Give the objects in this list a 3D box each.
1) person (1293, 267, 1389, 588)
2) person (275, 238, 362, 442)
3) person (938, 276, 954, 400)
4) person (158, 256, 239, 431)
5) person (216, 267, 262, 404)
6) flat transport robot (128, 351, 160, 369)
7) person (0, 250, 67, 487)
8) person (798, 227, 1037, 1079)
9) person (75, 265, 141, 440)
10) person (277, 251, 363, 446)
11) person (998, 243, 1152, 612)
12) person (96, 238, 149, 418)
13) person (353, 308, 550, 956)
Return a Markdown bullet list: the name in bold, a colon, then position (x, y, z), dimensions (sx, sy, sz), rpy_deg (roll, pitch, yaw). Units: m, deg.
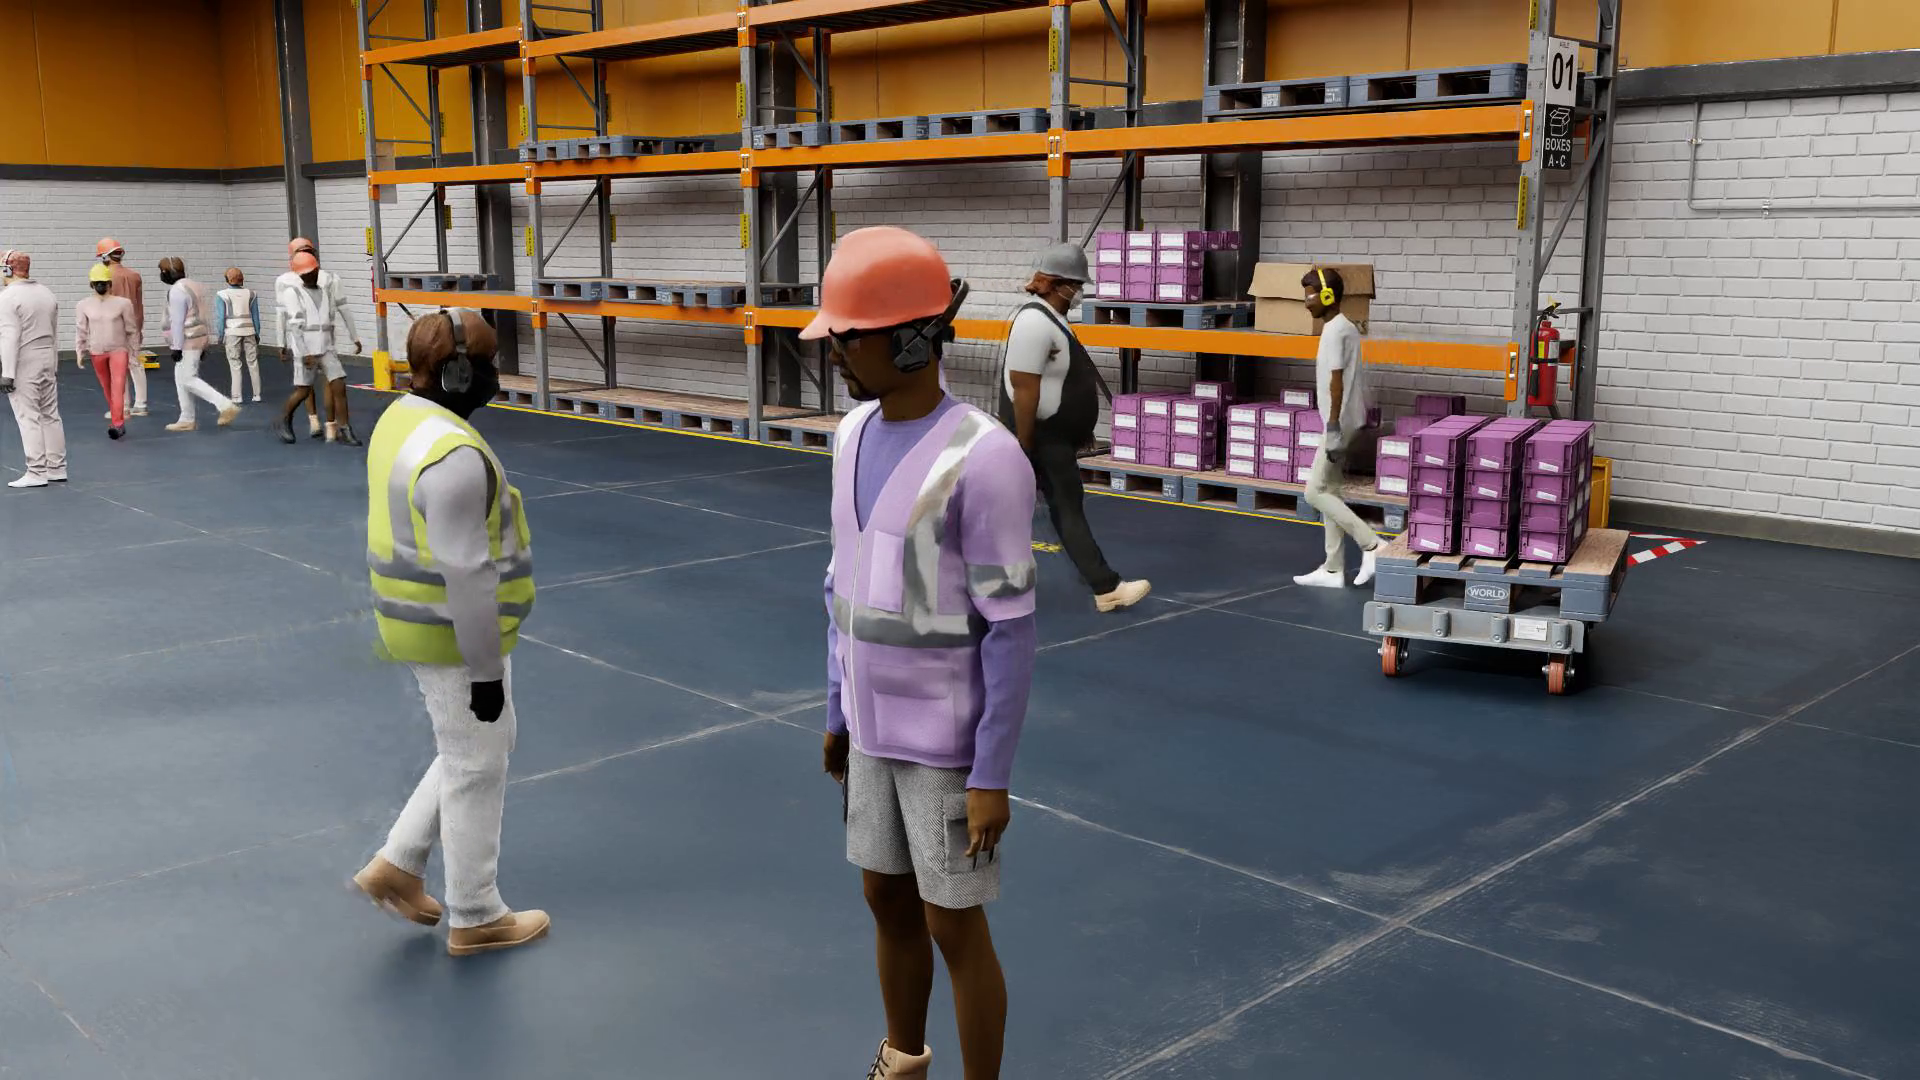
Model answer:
- **person**: position (2.172, -0.628, 9.508), dimensions (0.544, 1.837, 0.575), rpy_deg (4, 11, 21)
- **person**: position (-6.329, -1.974, 16.446), dimensions (0.764, 1.984, 0.674), rpy_deg (-2, 11, -13)
- **person**: position (-0.097, -0.433, 8.275), dimensions (0.922, 1.899, 0.646), rpy_deg (-1, 10, -5)
- **person**: position (-7.896, -2.018, 17.191), dimensions (0.664, 1.819, 0.641), rpy_deg (-3, 11, -17)
- **person**: position (-8.679, -2.455, 20.029), dimensions (0.311, 1.638, 0.523), rpy_deg (9, 14, 41)
- **flat transport robot**: position (-12.676, -2.757, 25.405), dimensions (0.652, 0.197, 1.431), rpy_deg (-6, 12, -31)
- **person**: position (-7.543, -1.378, 13.428), dimensions (0.403, 1.906, 0.652), rpy_deg (1, 10, 4)
- **person**: position (-0.117, 0.389, 3.433), dimensions (0.395, 2.035, 0.614), rpy_deg (-8, 13, -36)
- **person**: position (-8.463, -1.852, 16.494), dimensions (0.547, 1.715, 0.918), rpy_deg (-2, 11, -13)
- **person**: position (-6.234, -1.837, 16.014), dimensions (0.874, 1.877, 0.542), rpy_deg (7, 13, 35)
- **person**: position (0.523, -0.624, 8.947), dimensions (1.029, 2.000, 0.704), rpy_deg (1, 10, 5)
- **person**: position (-9.340, -2.349, 18.481), dimensions (0.399, 1.990, 0.626), rpy_deg (3, 11, 18)
- **person**: position (-1.398, 0.276, 4.614), dimensions (0.438, 1.830, 0.655), rpy_deg (-6, 12, -29)
